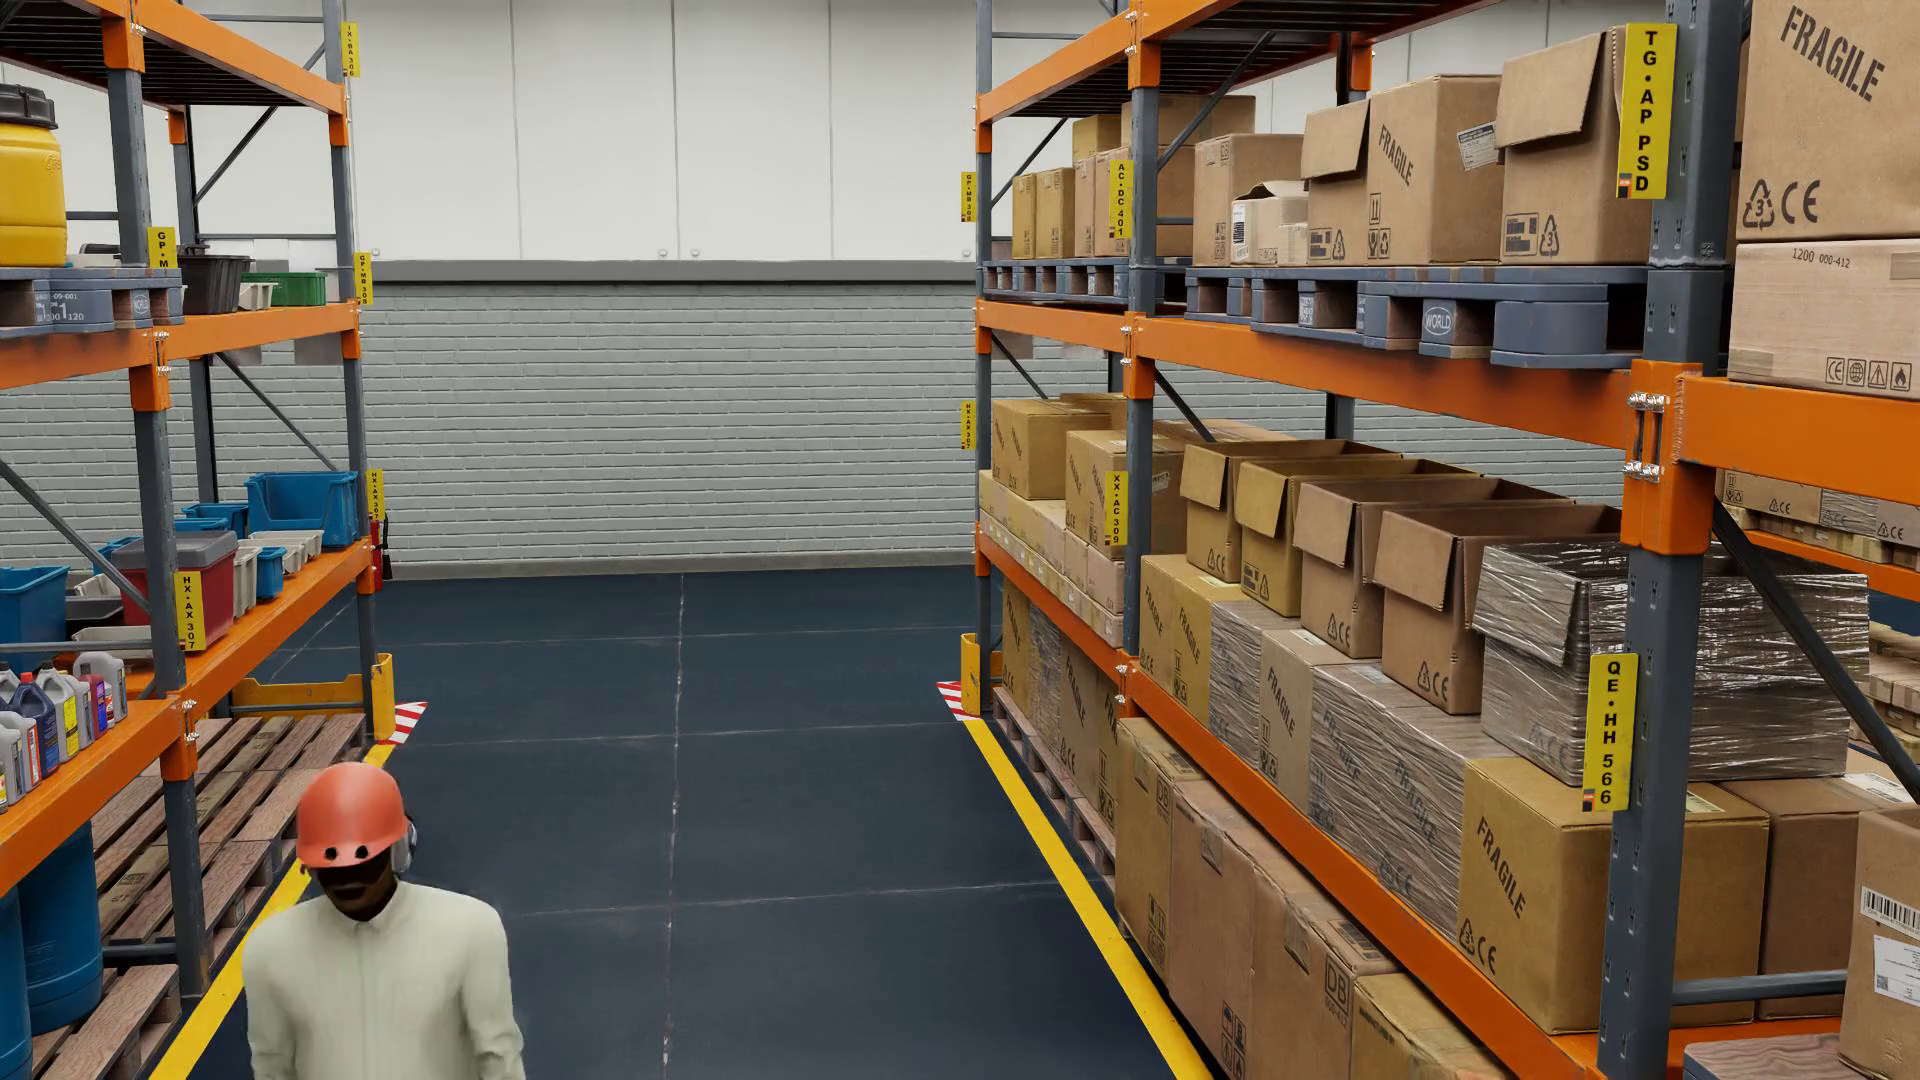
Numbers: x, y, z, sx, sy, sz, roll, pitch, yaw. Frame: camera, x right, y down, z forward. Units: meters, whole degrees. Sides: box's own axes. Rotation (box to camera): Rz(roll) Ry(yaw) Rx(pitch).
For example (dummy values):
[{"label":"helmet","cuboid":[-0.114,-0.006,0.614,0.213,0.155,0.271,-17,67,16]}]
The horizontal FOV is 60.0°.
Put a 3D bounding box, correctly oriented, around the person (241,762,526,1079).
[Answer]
[{"label":"person","cuboid":[-1.322,1.449,3.883,0.622,1.947,1.018,-2,9,-13]}]
